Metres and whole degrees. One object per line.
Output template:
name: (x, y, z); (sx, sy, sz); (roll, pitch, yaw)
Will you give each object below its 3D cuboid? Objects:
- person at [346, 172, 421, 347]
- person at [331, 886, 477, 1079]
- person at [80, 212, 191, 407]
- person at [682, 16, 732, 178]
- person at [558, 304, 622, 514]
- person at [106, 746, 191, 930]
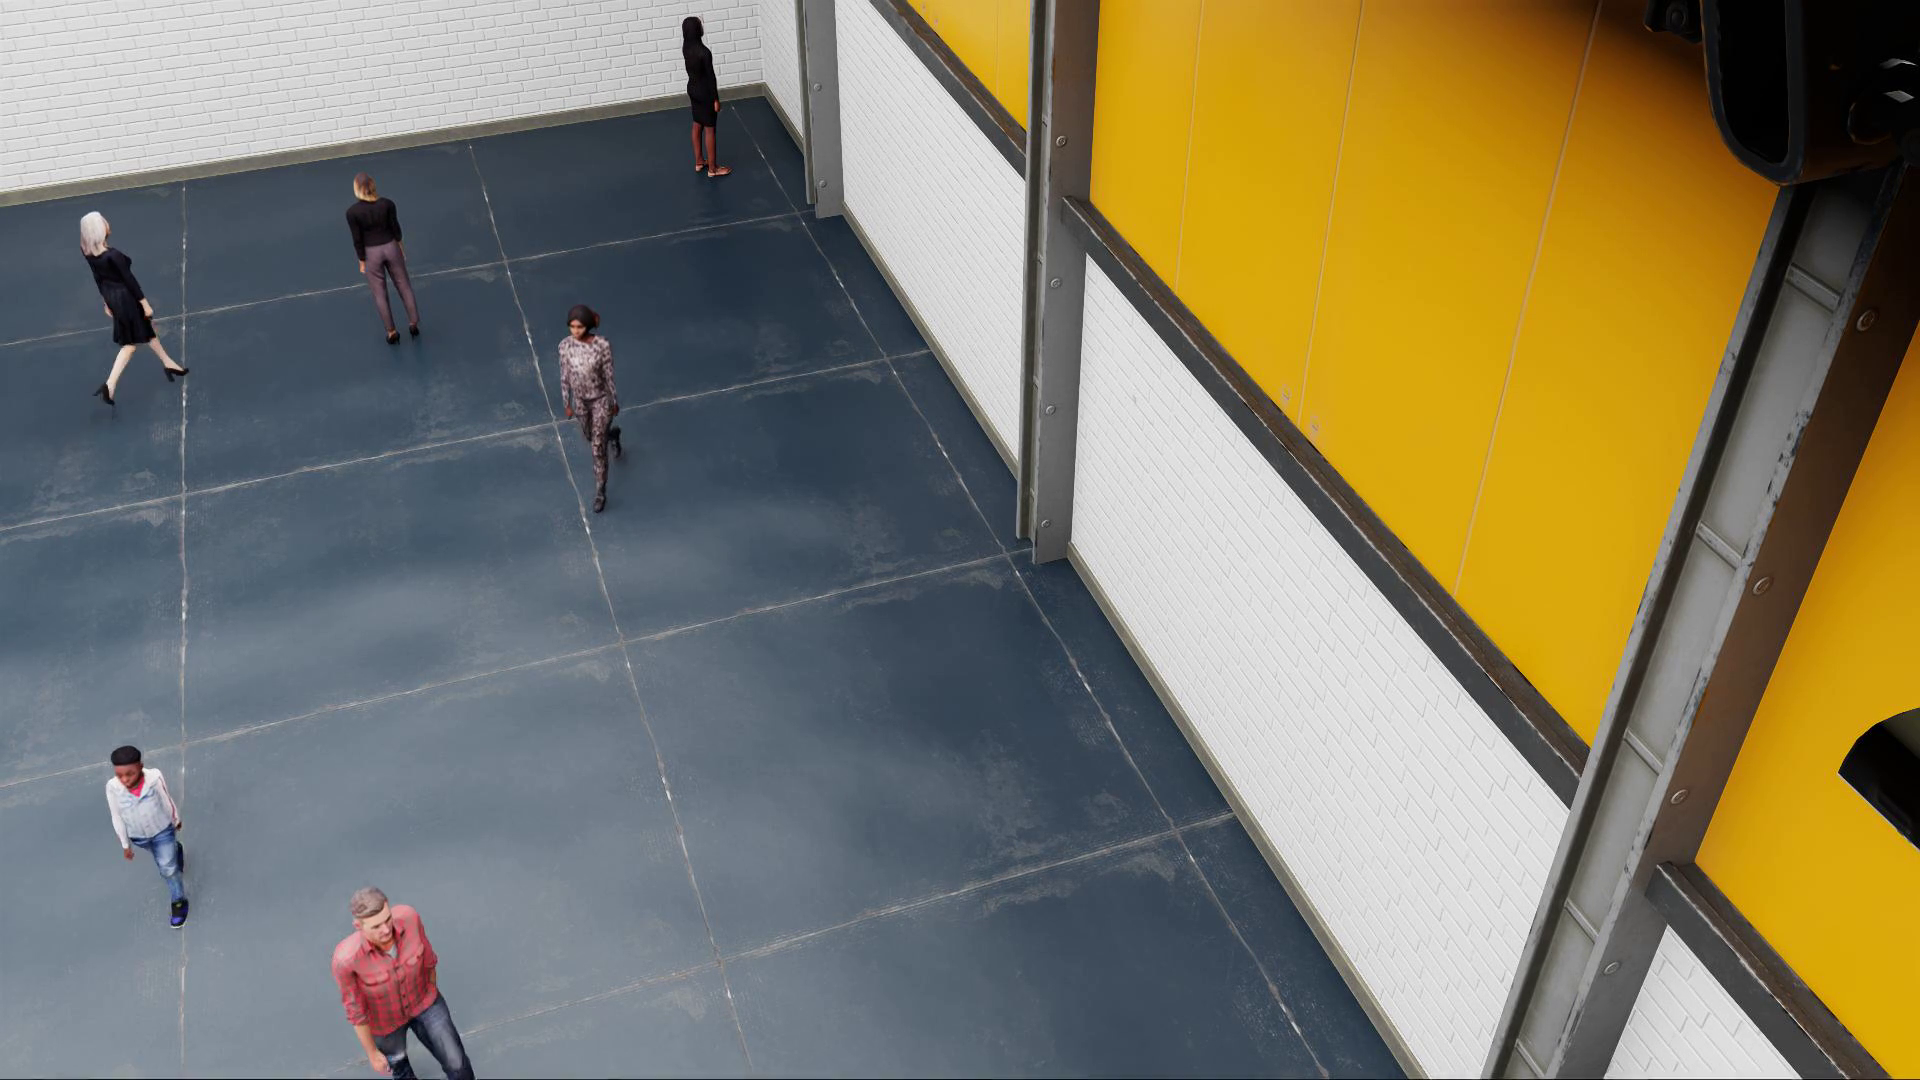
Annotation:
person: (-5.146, -2.500, 14.834); (0.645, 1.671, 0.613); (-24, 44, -27)
person: (-2.958, 2.379, 8.623); (0.949, 1.798, 1.133); (-29, 47, -32)
person: (-7.118, -1.927, 14.082); (1.107, 1.714, 1.105); (21, 43, 24)
person: (-2.713, -4.686, 17.532); (0.740, 1.720, 0.586); (-30, 47, -32)
person: (-2.866, -1.114, 13.086); (0.910, 1.687, 1.173); (4, 39, 5)
person: (-4.850, 1.661, 9.966); (0.552, 1.244, 0.904); (-8, 39, -10)
